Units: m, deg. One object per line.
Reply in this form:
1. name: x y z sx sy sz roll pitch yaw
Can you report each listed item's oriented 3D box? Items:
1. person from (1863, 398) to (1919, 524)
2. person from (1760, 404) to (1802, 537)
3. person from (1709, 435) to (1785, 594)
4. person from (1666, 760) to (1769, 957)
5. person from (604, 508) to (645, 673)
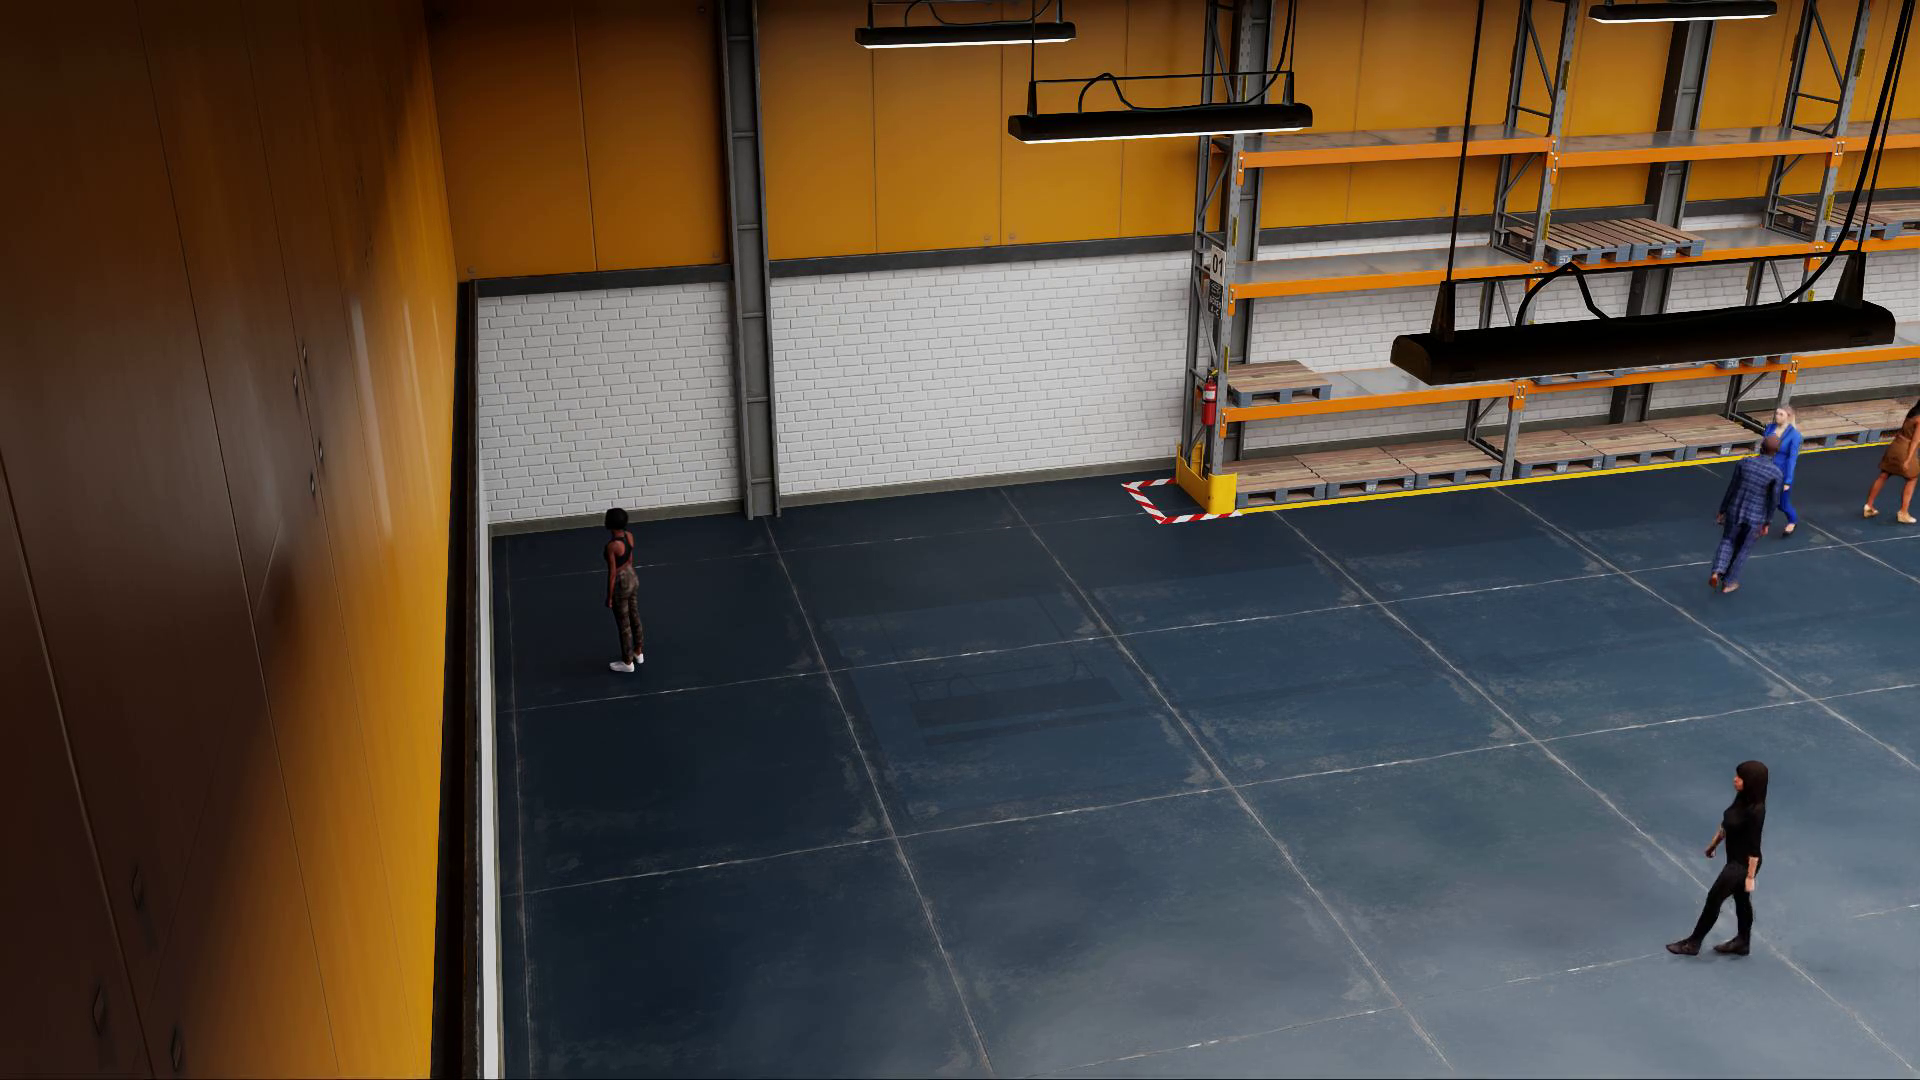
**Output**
1. person: 11.027 -0.986 19.552 0.871 1.650 0.732 2 24 5
2. person: 9.343 -0.732 18.953 1.208 1.665 0.875 -15 28 -31
3. person: 8.326 -0.233 17.653 0.899 1.791 0.951 17 29 34
4. person: 5.718 2.329 12.008 0.954 1.619 0.811 4 24 8
5. person: -3.277 0.466 16.169 0.700 1.701 0.663 9 25 19
